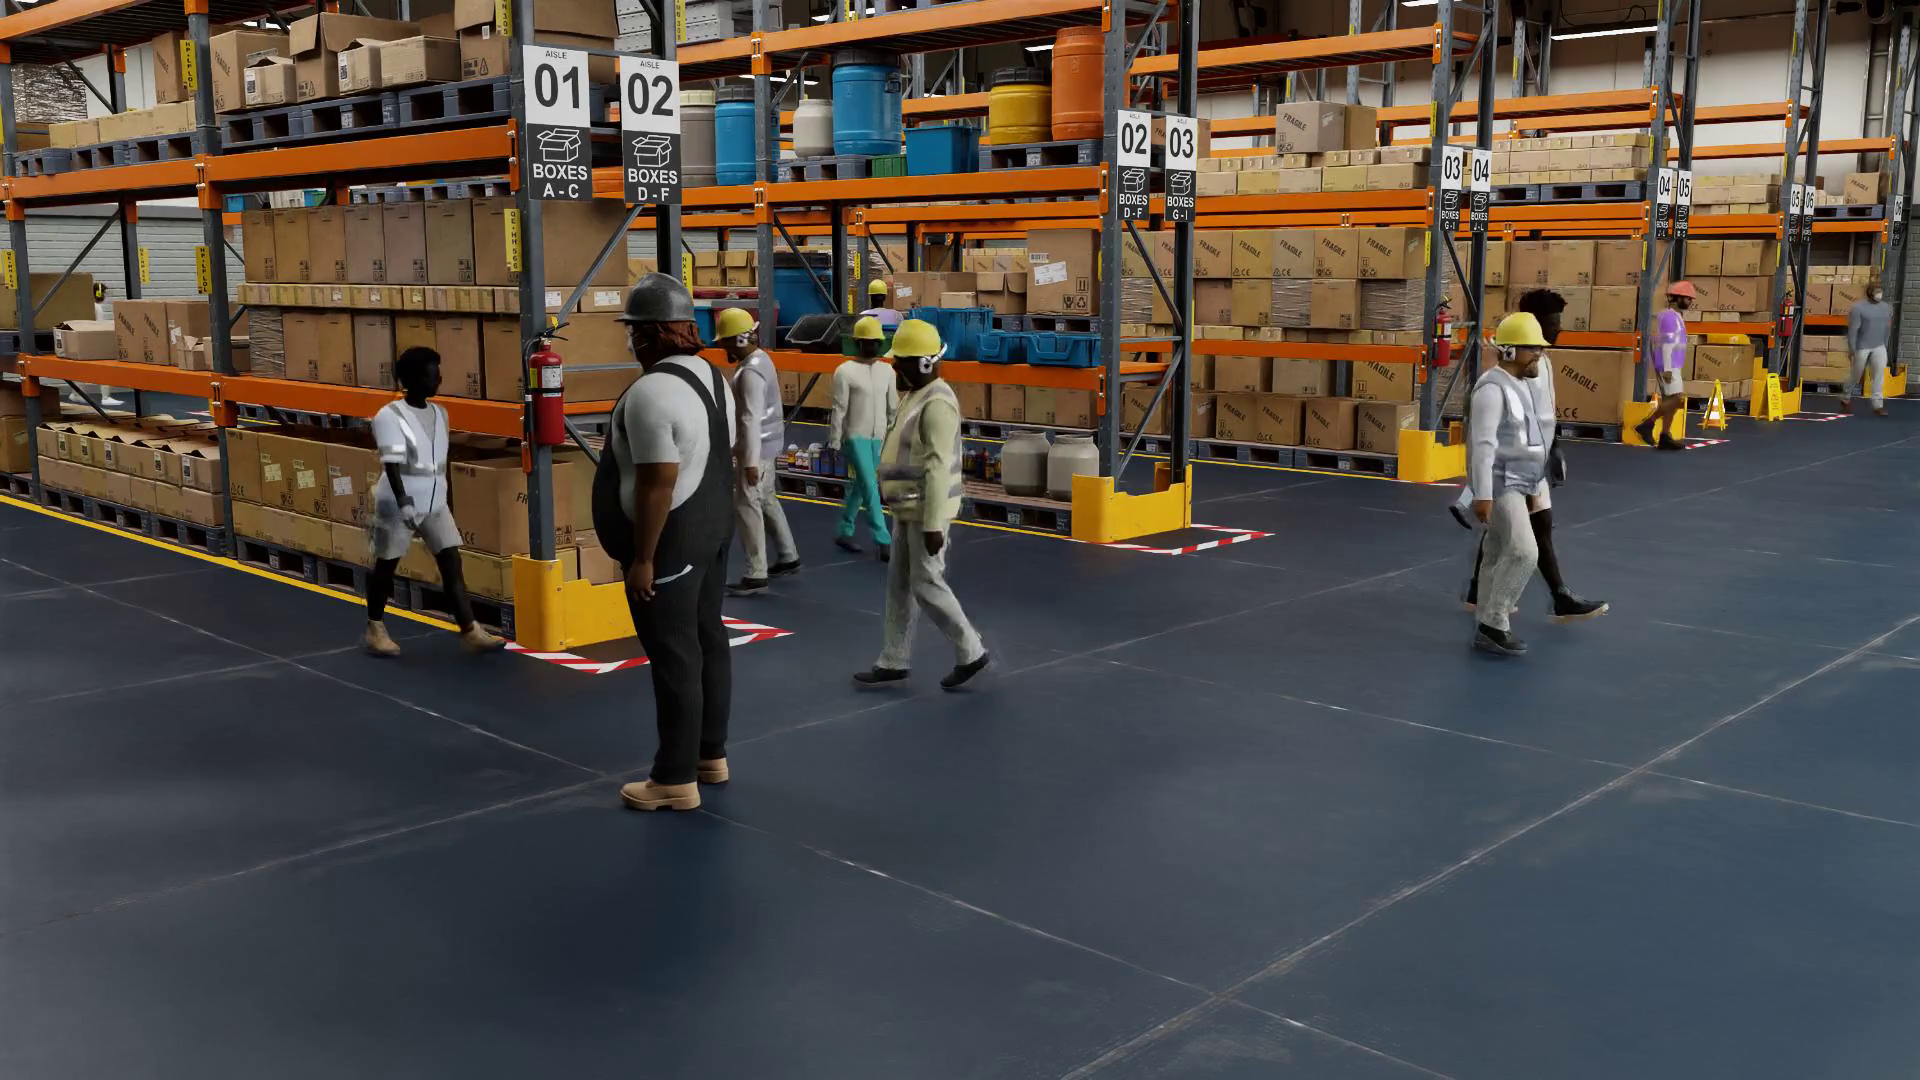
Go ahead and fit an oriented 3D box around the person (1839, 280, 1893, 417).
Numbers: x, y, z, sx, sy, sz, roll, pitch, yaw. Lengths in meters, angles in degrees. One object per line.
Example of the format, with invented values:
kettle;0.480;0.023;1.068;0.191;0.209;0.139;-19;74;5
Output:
person;12.825;-2.721;23.532;0.647;1.898;1.011;0;9;-1

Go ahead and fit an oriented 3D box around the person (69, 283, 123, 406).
person;-13.184;-2.968;25.257;0.745;1.831;0.529;7;12;37

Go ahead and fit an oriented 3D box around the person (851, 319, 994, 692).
person;-0.175;-0.158;8.066;0.607;1.828;0.601;-2;9;-12

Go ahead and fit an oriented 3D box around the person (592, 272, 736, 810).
person;-1.148;0.017;6.409;0.536;2.000;0.683;2;10;15

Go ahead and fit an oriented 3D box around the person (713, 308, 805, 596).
person;-1.284;-0.575;10.643;0.541;1.804;0.761;0;9;-1

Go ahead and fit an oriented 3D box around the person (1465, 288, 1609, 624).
person;3.407;-0.479;9.668;0.929;1.915;0.643;6;11;32

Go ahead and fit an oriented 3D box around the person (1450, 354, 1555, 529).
person;4.292;-0.936;13.042;0.827;1.737;0.517;-4;10;-22

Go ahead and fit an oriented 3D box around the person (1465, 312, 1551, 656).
person;2.937;-0.286;8.798;0.497;1.819;0.619;6;11;33

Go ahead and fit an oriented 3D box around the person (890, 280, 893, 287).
person;-0.937;-3.018;25.267;0.548;1.913;0.664;-8;12;-40

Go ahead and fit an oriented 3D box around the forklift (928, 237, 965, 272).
forklift;-0.326;-5.817;39.609;1.129;2.768;1.873;9;13;43

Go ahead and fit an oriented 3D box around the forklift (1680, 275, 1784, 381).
forklift;12.480;-3.427;27.053;1.214;2.155;2.313;9;13;43

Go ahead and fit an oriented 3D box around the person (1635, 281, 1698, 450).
person;8.054;-1.973;18.858;0.469;1.915;0.570;6;11;34

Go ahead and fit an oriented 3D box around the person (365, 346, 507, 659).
person;-2.824;-0.185;8.701;0.898;1.643;0.542;5;11;29

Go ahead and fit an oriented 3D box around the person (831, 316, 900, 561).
person;-0.650;-0.730;11.835;0.540;1.714;0.904;-8;12;-42

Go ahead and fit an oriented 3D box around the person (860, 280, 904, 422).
person;-0.912;-1.959;18.737;0.587;1.928;0.381;-4;10;-24
